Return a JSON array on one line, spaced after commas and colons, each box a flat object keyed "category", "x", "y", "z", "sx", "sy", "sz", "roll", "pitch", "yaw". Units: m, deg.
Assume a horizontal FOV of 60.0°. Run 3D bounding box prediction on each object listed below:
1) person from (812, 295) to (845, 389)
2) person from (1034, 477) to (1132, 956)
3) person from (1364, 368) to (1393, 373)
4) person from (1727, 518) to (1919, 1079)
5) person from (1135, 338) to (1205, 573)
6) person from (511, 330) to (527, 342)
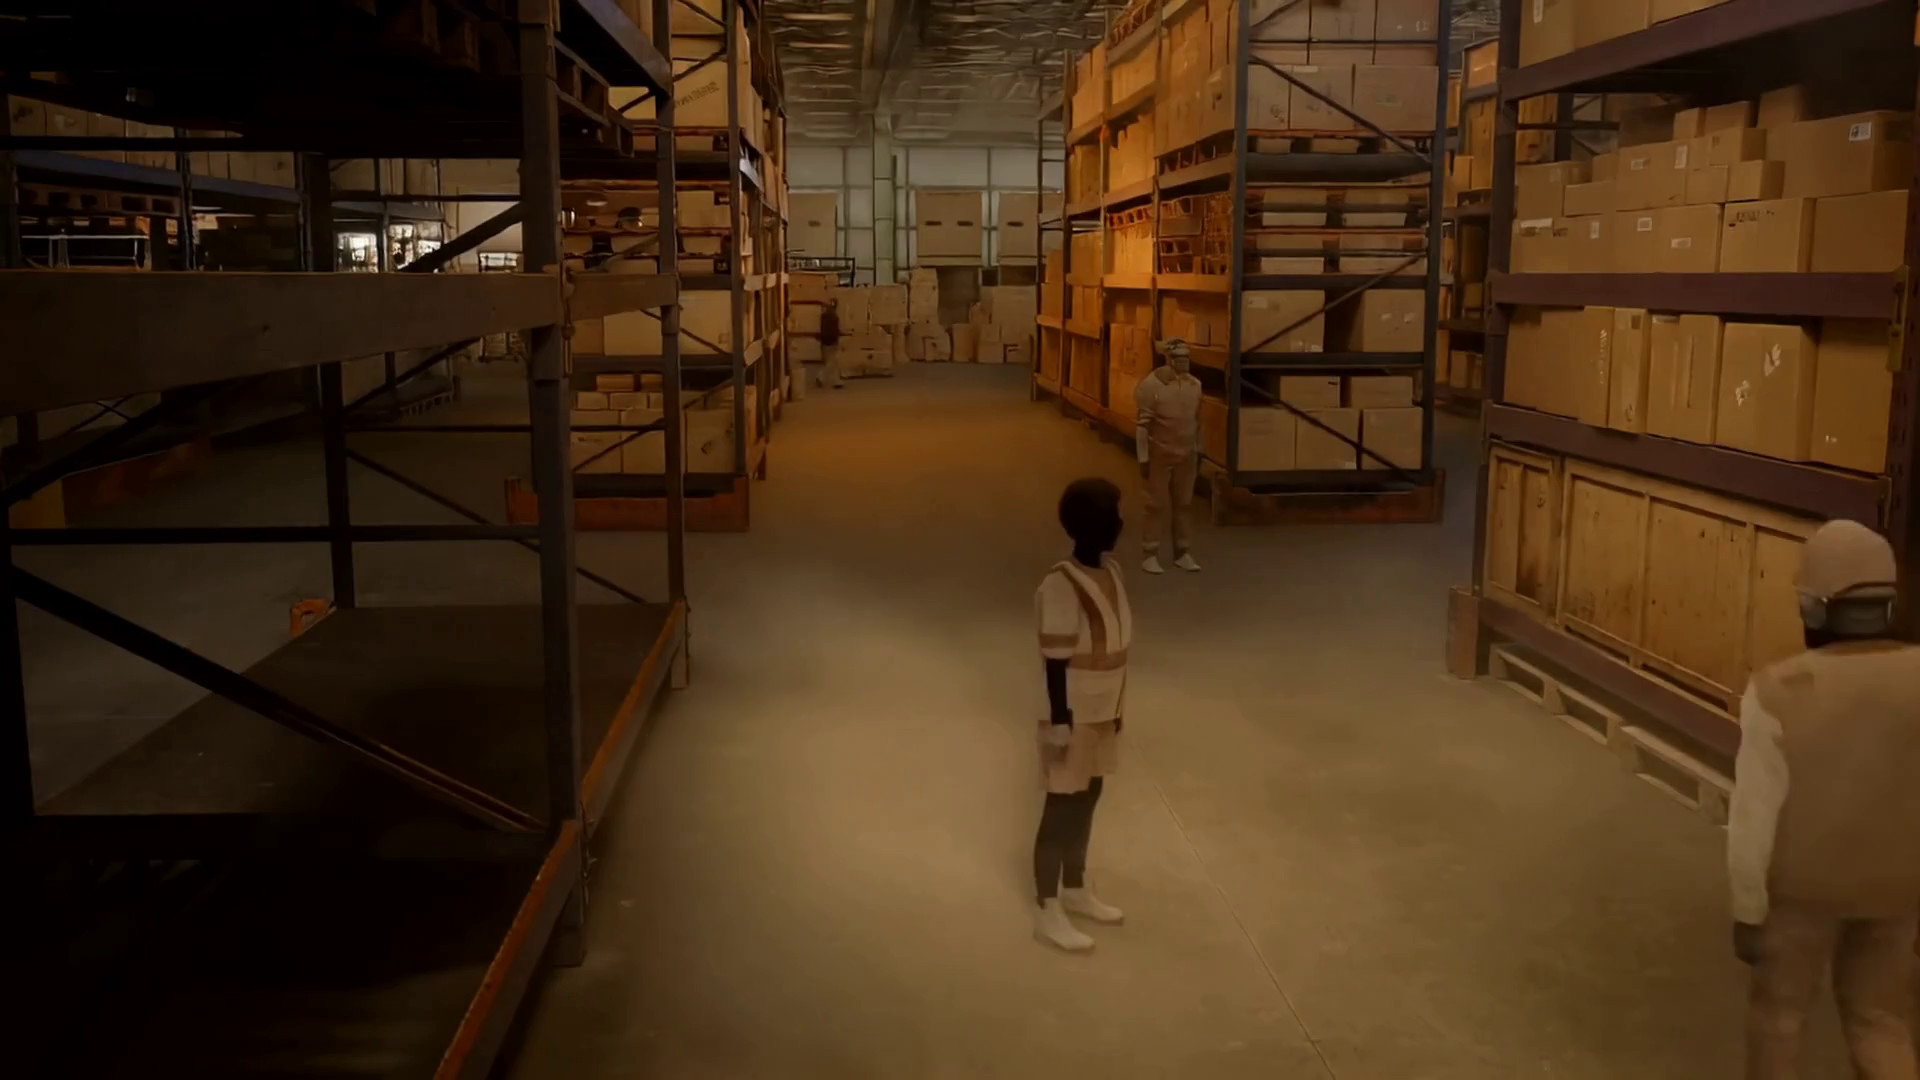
[{"category": "person", "x": -2.778, "y": -4.171, "z": 35.138, "sx": 0.604, "sy": 1.983, "sz": 0.633, "roll": -6, "pitch": 11, "yaw": -32}, {"category": "person", "x": 0.445, "y": 0.614, "z": 5.978, "sx": 0.318, "sy": 1.695, "sz": 0.539, "roll": 5, "pitch": 10, "yaw": 28}, {"category": "person", "x": 6.553, "y": -2.693, "z": 26.420, "sx": 0.709, "sy": 1.820, "sz": 0.651, "roll": 9, "pitch": 12, "yaw": 43}, {"category": "person", "x": 2.190, "y": 0.856, "z": 4.093, "sx": 0.600, "sy": 1.813, "sz": 0.651, "roll": 0, "pitch": 9, "yaw": 2}, {"category": "person", "x": 1.728, "y": -0.684, "z": 13.512, "sx": 0.642, "sy": 1.900, "sz": 0.400, "roll": -4, "pitch": 10, "yaw": -25}, {"category": "person", "x": -15.903, "y": -8.067, "z": 59.933, "sx": 0.608, "sy": 1.878, "sz": 0.984, "roll": 5, "pitch": 10, "yaw": 28}]
